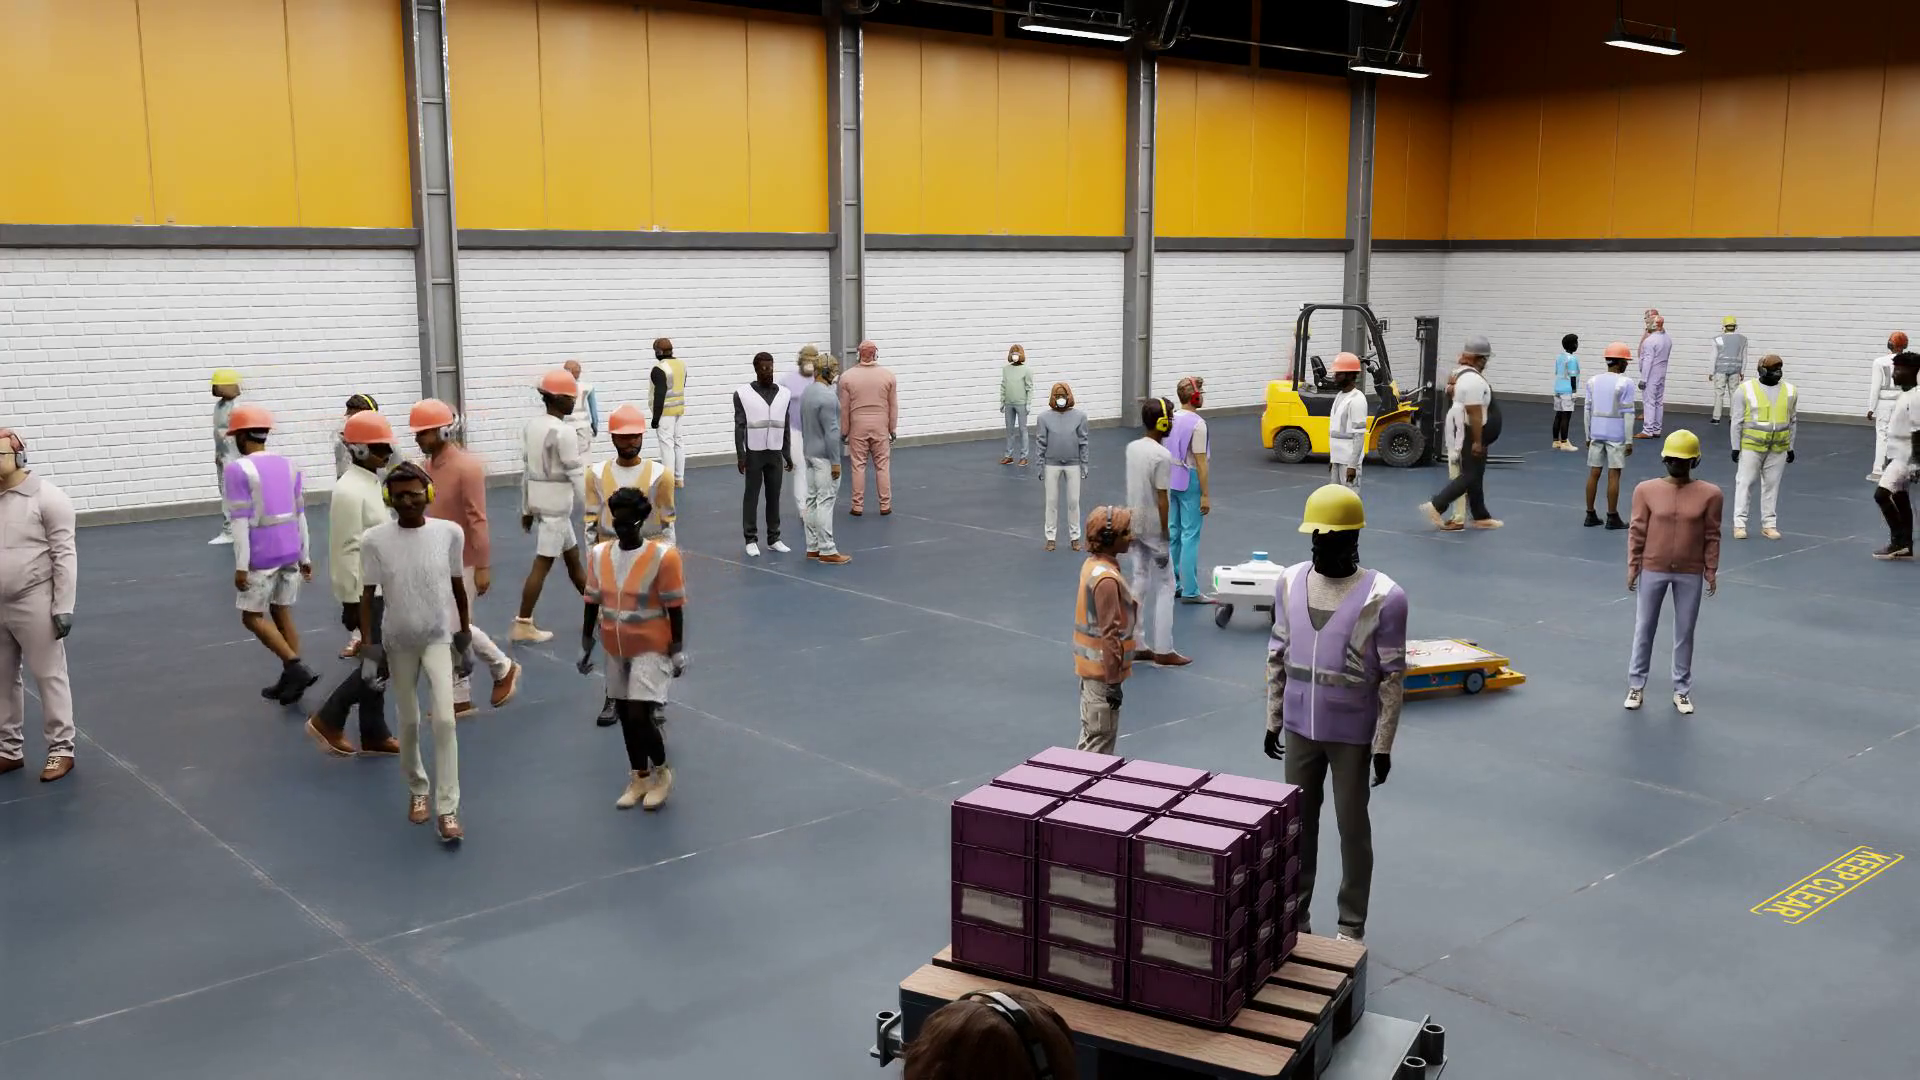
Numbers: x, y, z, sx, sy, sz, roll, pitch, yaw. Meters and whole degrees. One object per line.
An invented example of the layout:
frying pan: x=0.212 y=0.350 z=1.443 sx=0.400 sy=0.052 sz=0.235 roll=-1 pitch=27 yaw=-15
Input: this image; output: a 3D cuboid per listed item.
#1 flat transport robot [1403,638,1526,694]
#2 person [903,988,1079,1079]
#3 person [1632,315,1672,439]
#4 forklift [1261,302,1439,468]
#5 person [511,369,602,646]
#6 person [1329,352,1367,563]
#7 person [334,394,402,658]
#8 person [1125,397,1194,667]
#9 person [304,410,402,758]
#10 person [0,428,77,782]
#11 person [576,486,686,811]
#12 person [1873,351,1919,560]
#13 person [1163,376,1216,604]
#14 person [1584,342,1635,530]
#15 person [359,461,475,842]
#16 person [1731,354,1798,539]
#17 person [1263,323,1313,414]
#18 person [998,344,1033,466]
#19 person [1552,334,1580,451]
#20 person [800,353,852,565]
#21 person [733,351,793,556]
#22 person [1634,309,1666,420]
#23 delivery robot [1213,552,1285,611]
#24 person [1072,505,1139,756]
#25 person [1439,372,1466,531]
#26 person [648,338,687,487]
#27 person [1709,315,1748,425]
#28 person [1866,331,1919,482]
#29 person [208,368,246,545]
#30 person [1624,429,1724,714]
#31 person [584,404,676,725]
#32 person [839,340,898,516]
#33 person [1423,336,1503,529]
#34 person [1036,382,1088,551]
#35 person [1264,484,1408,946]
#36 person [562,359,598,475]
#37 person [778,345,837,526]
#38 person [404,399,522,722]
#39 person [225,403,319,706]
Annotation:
flat transport robot: x=2.897 y=0.837 z=10.858 sx=1.431 sy=0.197 sz=0.652 roll=-3 pitch=10 yaw=-20
person: x=0.052 y=1.506 z=2.350 sx=0.624 sy=1.844 sz=0.430 roll=8 pitch=13 yaw=40
person: x=10.676 y=-2.512 z=25.672 sx=0.642 sy=1.913 sz=0.408 roll=-8 pitch=13 yaw=-40
forklift: x=5.320 y=-2.157 z=22.763 sx=2.313 sy=2.155 sz=1.214 roll=3 pitch=10 yaw=16
person: x=-2.877 y=-0.250 z=12.200 sx=1.068 sy=1.983 sz=0.630 roll=-8 pitch=12 yaw=-38
person: x=3.526 y=-0.752 z=15.279 sx=0.350 sy=1.942 sz=0.545 roll=-2 pitch=10 yaw=-9
person: x=-4.132 y=-0.092 z=11.648 sx=0.520 sy=1.864 sz=0.333 roll=1 pitch=10 yaw=3
person: x=1.323 y=-0.058 z=11.455 sx=0.390 sy=1.864 sz=0.563 roll=-6 pitch=11 yaw=-30
person: x=-3.305 y=0.264 z=9.226 sx=0.511 sy=1.978 sz=0.621 roll=-2 pitch=10 yaw=-10
person: x=-5.073 y=0.348 z=8.925 sx=0.641 sy=1.913 sz=0.407 roll=1 pitch=10 yaw=3
person: x=-1.646 y=0.555 z=8.382 sx=0.549 sy=1.681 sz=0.399 roll=5 pitch=11 yaw=25
person: x=8.654 y=-0.769 z=15.353 sx=0.515 sy=1.944 sz=0.634 roll=4 pitch=10 yaw=20
person: x=1.830 y=-0.401 z=13.492 sx=0.389 sy=1.850 sz=0.564 roll=-5 pitch=11 yaw=-25
person: x=6.729 y=-1.079 z=17.210 sx=0.374 sy=1.934 sz=0.548 roll=-6 pitch=12 yaw=-33
person: x=-2.611 y=0.542 z=8.031 sx=0.527 sy=1.829 sz=0.885 roll=-4 pitch=10 yaw=-20
person: x=8.008 y=-0.925 z=16.573 sx=0.633 sy=1.845 sz=0.429 roll=1 pitch=10 yaw=4
person: x=5.509 y=-2.752 z=27.639 sx=0.836 sy=1.722 sz=0.538 roll=5 pitch=11 yaw=28
person: x=0.751 y=-1.816 z=22.401 sx=0.497 sy=1.636 sz=0.281 roll=7 pitch=12 yaw=34
person: x=8.790 y=-2.135 z=24.087 sx=0.320 sy=1.698 sz=0.531 roll=-1 pitch=10 yaw=-4
person: x=-1.250 y=-0.740 z=15.231 sx=0.373 sy=1.935 sz=0.627 roll=-5 pitch=11 yaw=-28
person: x=-1.858 y=-0.821 z=15.744 sx=0.593 sy=1.922 sz=0.391 roll=-7 pitch=12 yaw=-34
person: x=11.900 y=-3.023 z=28.698 sx=0.408 sy=1.903 sz=0.638 roll=7 pitch=12 yaw=34
delivery robot: x=2.294 y=0.333 z=12.707 sx=0.707 sy=0.478 sz=0.477 roll=2 pitch=10 yaw=13
person: x=0.695 y=0.645 z=7.985 sx=0.307 sy=1.639 sz=0.525 roll=-1 pitch=10 yaw=-3
person: x=5.086 y=-0.906 z=17.080 sx=0.268 sy=1.632 sz=0.509 roll=3 pitch=10 yaw=14
person: x=-3.544 y=-1.516 z=20.066 sx=0.429 sy=1.837 sz=0.621 roll=3 pitch=10 yaw=20
person: x=12.804 y=-2.828 z=27.756 sx=0.589 sy=1.832 sz=0.404 roll=1 pitch=10 yaw=7
person: x=11.630 y=-1.656 z=20.739 sx=0.575 sy=1.885 sz=0.355 roll=1 pitch=10 yaw=4
person: x=-7.137 y=-0.837 z=16.393 sx=0.638 sy=1.726 sz=0.494 roll=-9 pitch=13 yaw=-43
person: x=4.393 y=0.196 z=10.249 sx=0.527 sy=1.765 sz=0.328 roll=3 pitch=10 yaw=20
person: x=-1.978 y=0.152 z=9.985 sx=0.547 sy=1.942 sz=0.344 roll=0 pitch=10 yaw=-2
person: x=-0.992 y=-1.208 z=18.050 sx=0.642 sy=1.909 sz=0.410 roll=-1 pitch=10 yaw=-8
person: x=5.186 y=-1.102 z=17.036 sx=0.814 sy=2.000 sz=0.695 roll=1 pitch=10 yaw=4
person: x=0.976 y=-0.702 z=15.914 sx=0.503 sy=1.626 sz=0.281 roll=0 pitch=10 yaw=0
person: x=1.470 y=0.732 z=6.629 sx=0.584 sy=1.927 sz=0.367 roll=8 pitch=13 yaw=40
person: x=-4.537 y=-1.326 z=19.608 sx=0.525 sy=1.610 sz=0.751 roll=-2 pitch=10 yaw=-12
person: x=-1.636 y=-1.118 z=17.608 sx=0.631 sy=1.899 sz=0.939 roll=-2 pitch=10 yaw=-12
person: x=-3.050 y=0.123 z=10.068 sx=0.631 sy=1.970 sz=0.528 roll=8 pitch=13 yaw=40
person: x=-4.304 y=0.100 z=10.422 sx=0.673 sy=1.899 sz=0.576 roll=4 pitch=11 yaw=24
